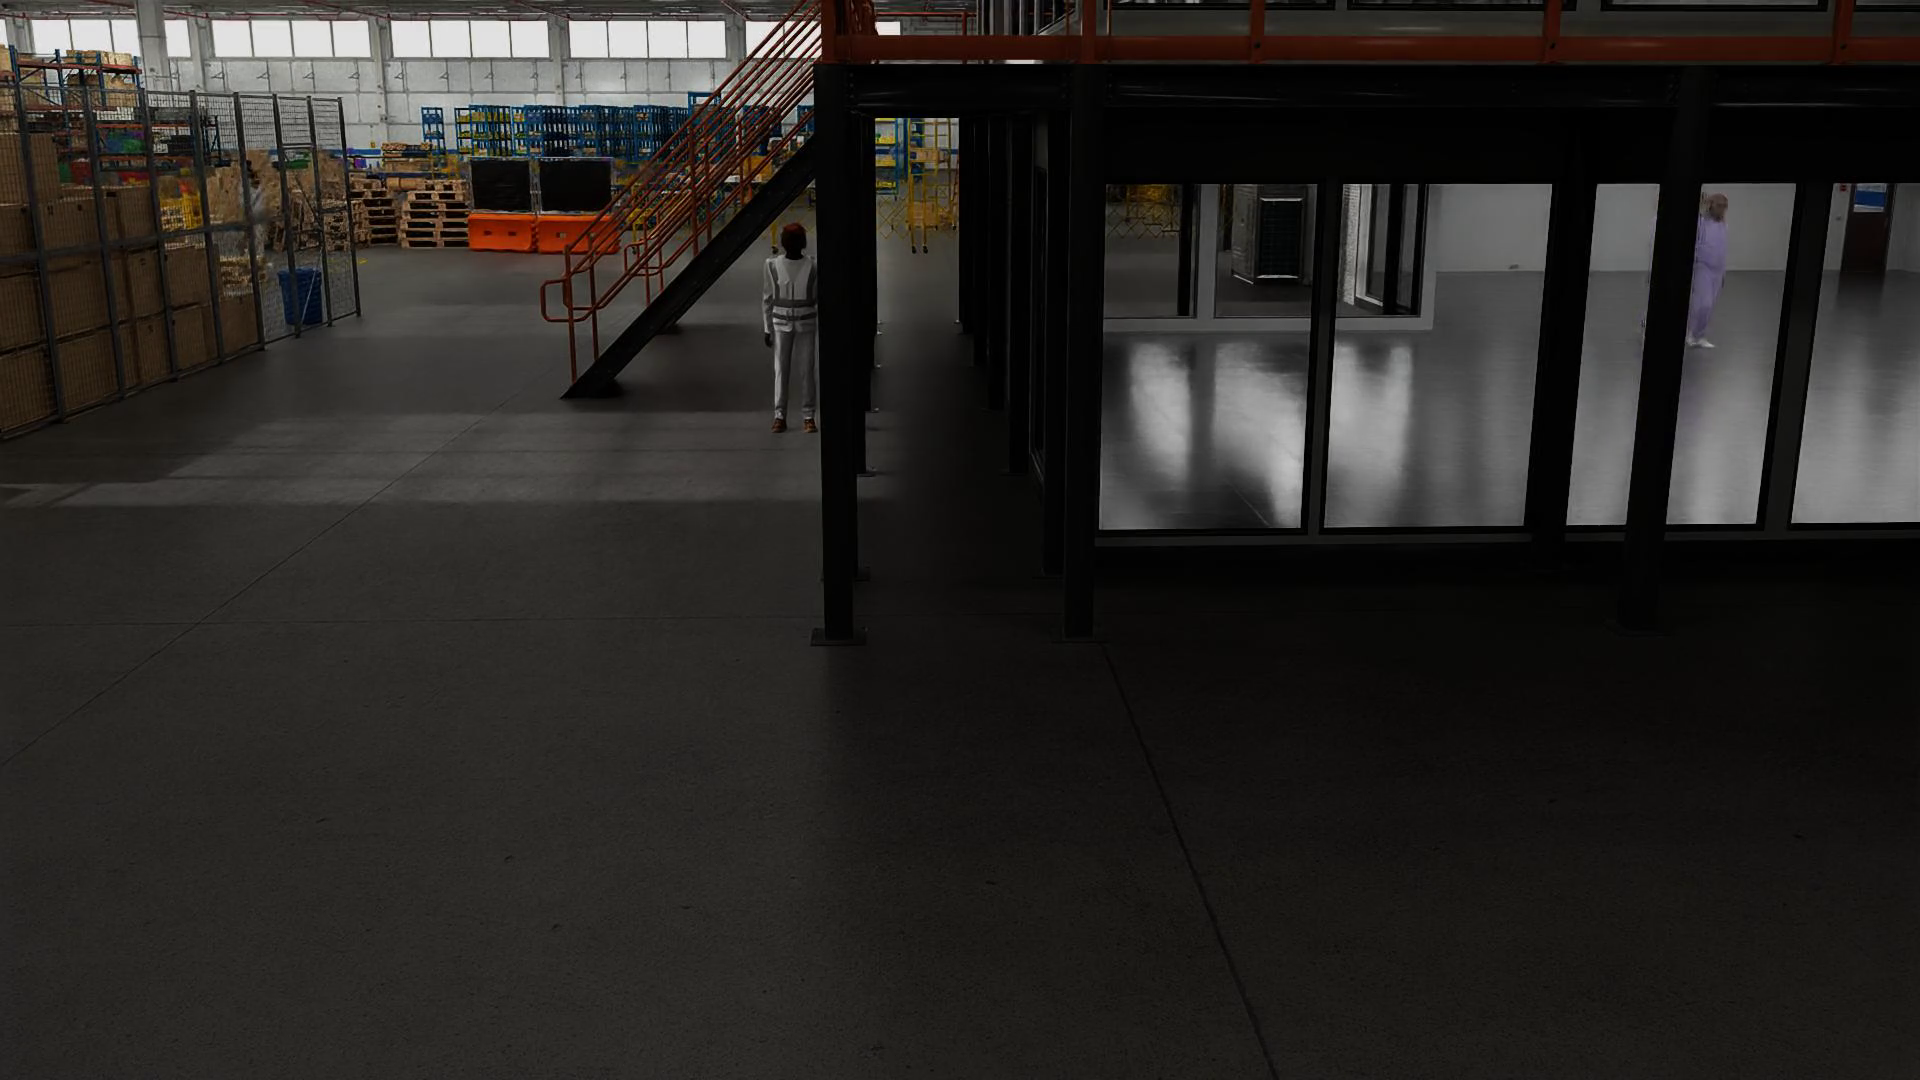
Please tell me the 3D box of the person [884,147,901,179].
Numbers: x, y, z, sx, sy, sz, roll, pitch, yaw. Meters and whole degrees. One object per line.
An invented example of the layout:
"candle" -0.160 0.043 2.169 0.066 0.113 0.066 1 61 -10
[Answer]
"person" -3.447 -19.220 84.304 0.789 1.825 0.576 -3 14 -11

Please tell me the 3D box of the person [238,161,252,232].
"person" -16.047 -7.582 37.489 0.361 1.963 0.612 -6 15 -24

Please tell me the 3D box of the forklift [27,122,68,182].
"forklift" -35.376 -14.773 64.377 1.129 2.768 1.873 -1 14 -2

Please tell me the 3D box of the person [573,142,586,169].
"person" -18.169 -18.033 79.409 0.612 1.893 1.008 -1 14 -6

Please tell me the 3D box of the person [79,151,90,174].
"person" -36.167 -15.283 68.899 0.540 1.664 0.837 -9 17 -32

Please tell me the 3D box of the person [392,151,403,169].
"person" -28.023 -18.846 82.780 0.587 1.835 0.403 3 14 12

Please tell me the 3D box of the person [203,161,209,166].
"person" -30.107 -14.658 66.213 0.561 1.742 0.566 -5 15 -21

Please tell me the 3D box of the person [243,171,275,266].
"person" -13.850 -6.314 32.666 0.677 1.854 0.523 4 15 16

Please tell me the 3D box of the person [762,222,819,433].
"person" -1.484 -1.901 14.946 0.573 1.887 0.354 0 14 -1
